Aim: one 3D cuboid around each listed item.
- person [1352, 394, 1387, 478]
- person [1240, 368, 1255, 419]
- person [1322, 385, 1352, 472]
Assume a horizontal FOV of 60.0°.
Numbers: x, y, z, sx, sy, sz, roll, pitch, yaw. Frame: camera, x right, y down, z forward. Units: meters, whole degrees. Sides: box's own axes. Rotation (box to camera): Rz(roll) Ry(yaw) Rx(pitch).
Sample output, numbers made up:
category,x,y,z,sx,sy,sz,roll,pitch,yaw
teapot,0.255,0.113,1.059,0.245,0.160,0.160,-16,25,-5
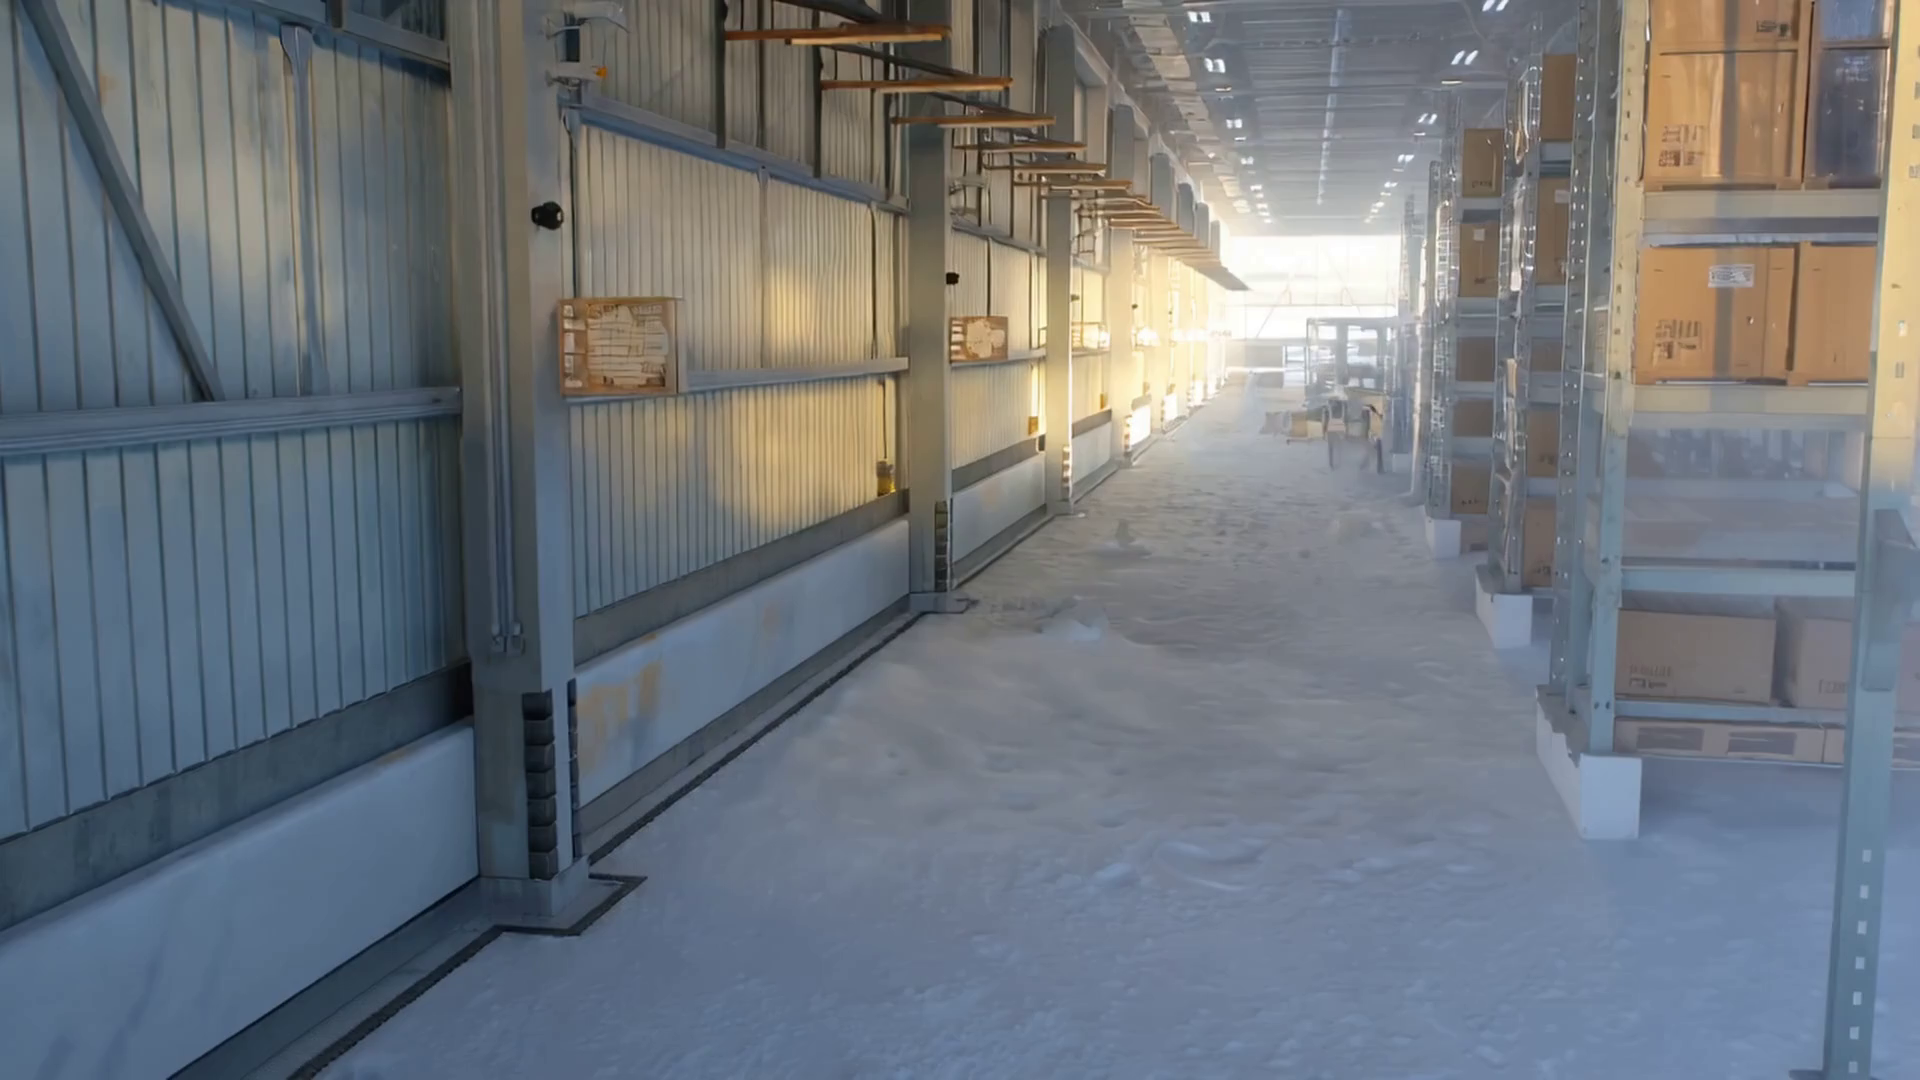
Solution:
category,x,y,z,sx,sy,sz,roll,pitch,yaw
person,8.783,-2.229,35.612,0.637,1.790,0.944,-5,8,-32
person,10.281,-5.229,59.366,0.380,1.843,0.570,-4,8,-31
person,8.361,-2.461,36.890,0.643,1.926,0.543,2,7,17
